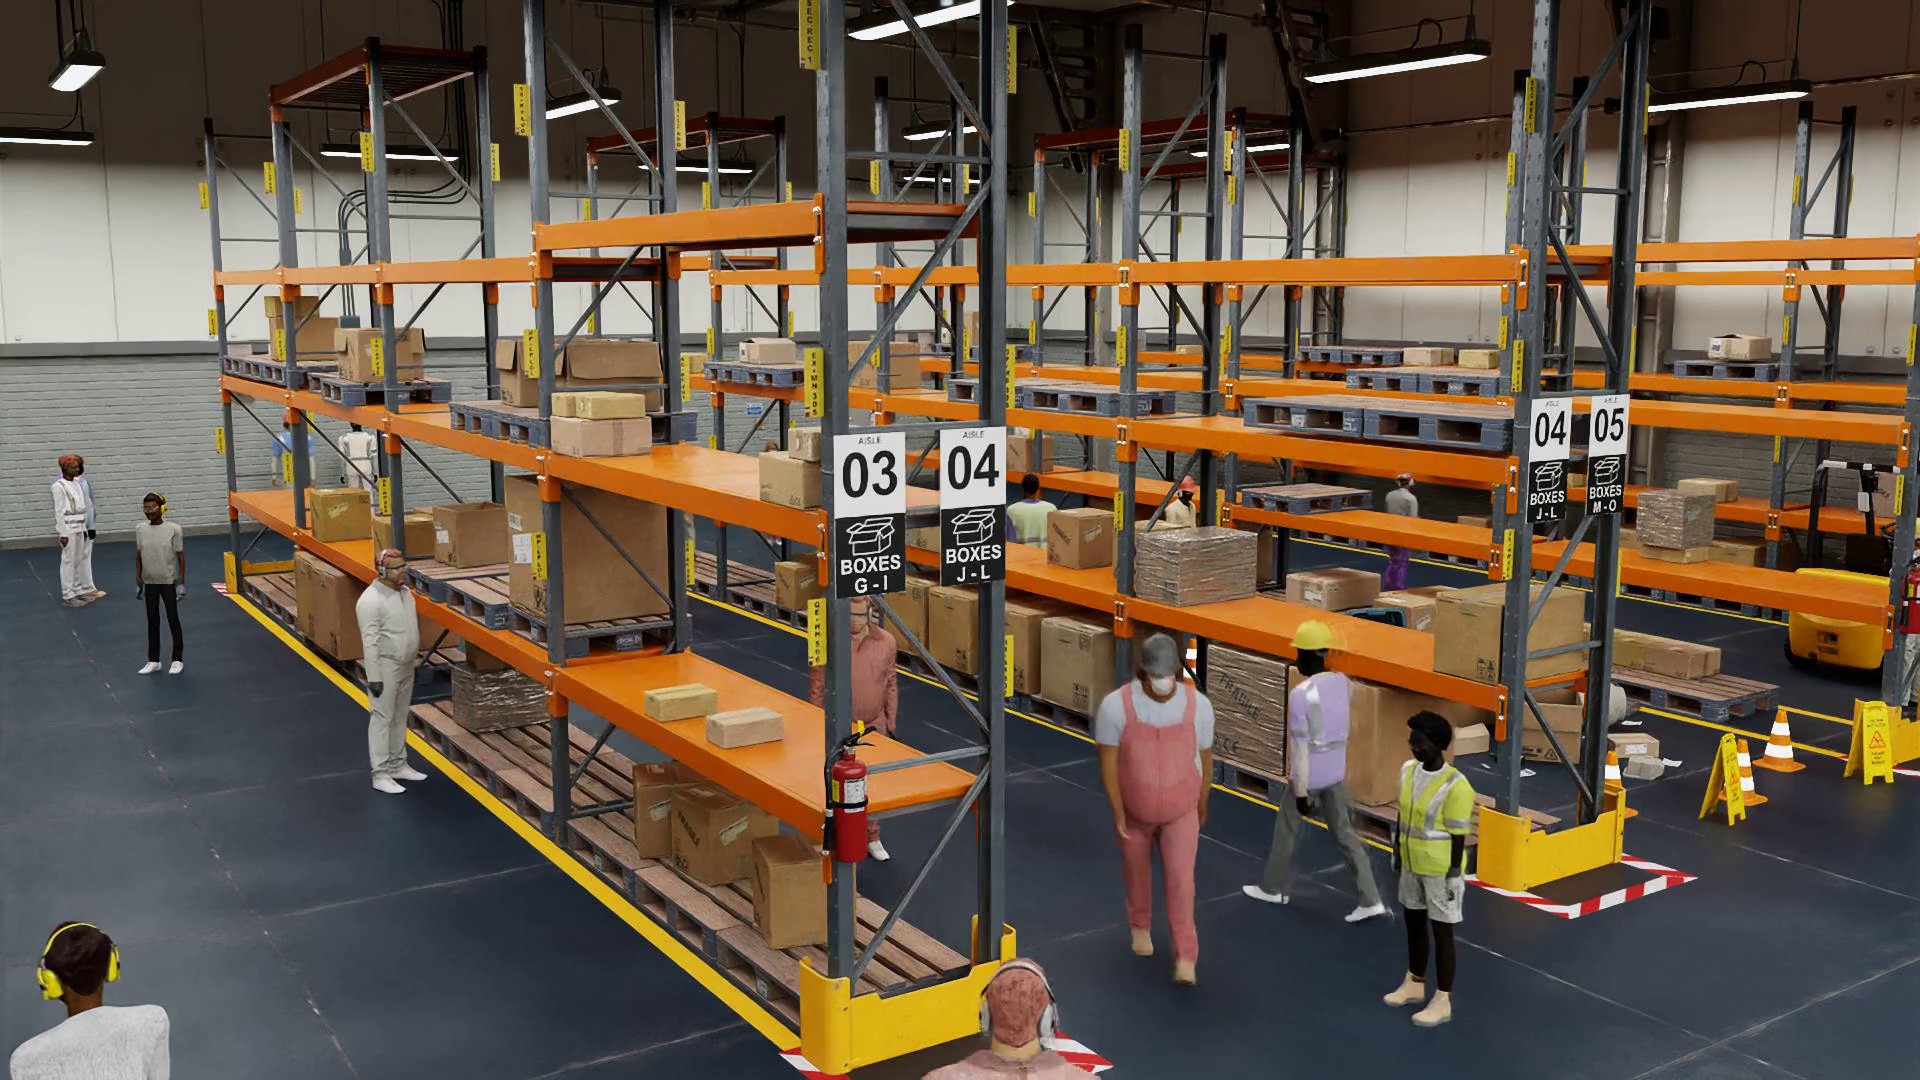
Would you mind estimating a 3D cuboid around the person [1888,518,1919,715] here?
[{"bbox_3d":[8.778,0.702,15.379,0.587,1.833,0.404,-5,10,-29],"label":"person"}]

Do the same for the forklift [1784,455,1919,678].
[{"bbox_3d":[9.643,0.253,17.172,2.313,2.155,1.214,-6,10,-33],"label":"forklift"}]

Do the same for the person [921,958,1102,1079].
[{"bbox_3d":[0.149,2.211,5.202,0.640,1.877,0.743,-1,9,-7],"label":"person"}]

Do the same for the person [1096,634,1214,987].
[{"bbox_3d":[1.119,1.482,9.494,0.681,2.000,0.994,1,9,3],"label":"person"}]

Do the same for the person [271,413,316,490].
[{"bbox_3d":[-10.642,-1.048,26.508,0.629,1.996,0.941,-5,10,-31],"label":"person"}]

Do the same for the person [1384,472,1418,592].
[{"bbox_3d":[5.504,-0.038,20.623,0.383,1.740,0.608,-3,9,-17],"label":"person"}]

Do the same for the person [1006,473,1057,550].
[{"bbox_3d":[0.786,0.229,18.252,0.597,1.915,0.371,-2,9,-16],"label":"person"}]

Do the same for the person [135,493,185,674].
[{"bbox_3d":[-8.169,0.443,16.973,0.519,1.874,0.326,0,9,1],"label":"person"}]

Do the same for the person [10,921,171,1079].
[{"bbox_3d":[-2.854,2.167,5.522,0.328,1.865,0.521,8,12,42],"label":"person"}]

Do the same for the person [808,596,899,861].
[{"bbox_3d":[-0.713,1.274,11.349,0.636,1.903,0.405,-3,9,-21],"label":"person"}]

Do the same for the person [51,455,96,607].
[{"bbox_3d":[-11.028,-0.118,20.664,0.341,1.882,0.587,-1,9,-4],"label":"person"}]

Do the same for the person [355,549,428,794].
[{"bbox_3d":[-4.440,1.011,13.072,0.400,1.910,0.643,2,9,11],"label":"person"}]

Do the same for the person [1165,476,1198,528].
[{"bbox_3d":[2.635,0.111,19.576,0.341,1.749,0.572,6,11,37],"label":"person"}]

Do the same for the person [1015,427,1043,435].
[{"bbox_3d":[1.324,-1.713,31.800,0.568,1.726,0.499,0,9,3],"label":"person"}]

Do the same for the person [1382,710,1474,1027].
[{"bbox_3d":[2.507,1.742,8.931,0.333,1.687,0.533,-4,9,-23],"label":"person"}]

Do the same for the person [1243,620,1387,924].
[{"bbox_3d":[2.252,1.436,10.363,0.586,1.885,0.998,-7,11,-38],"label":"person"}]

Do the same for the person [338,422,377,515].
[{"bbox_3d":[-9.846,-1.121,27.221,0.591,1.921,0.384,-4,10,-26],"label":"person"}]

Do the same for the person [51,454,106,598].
[{"bbox_3d":[-11.215,-0.169,21.145,0.619,1.845,0.430,4,10,26],"label":"person"}]
